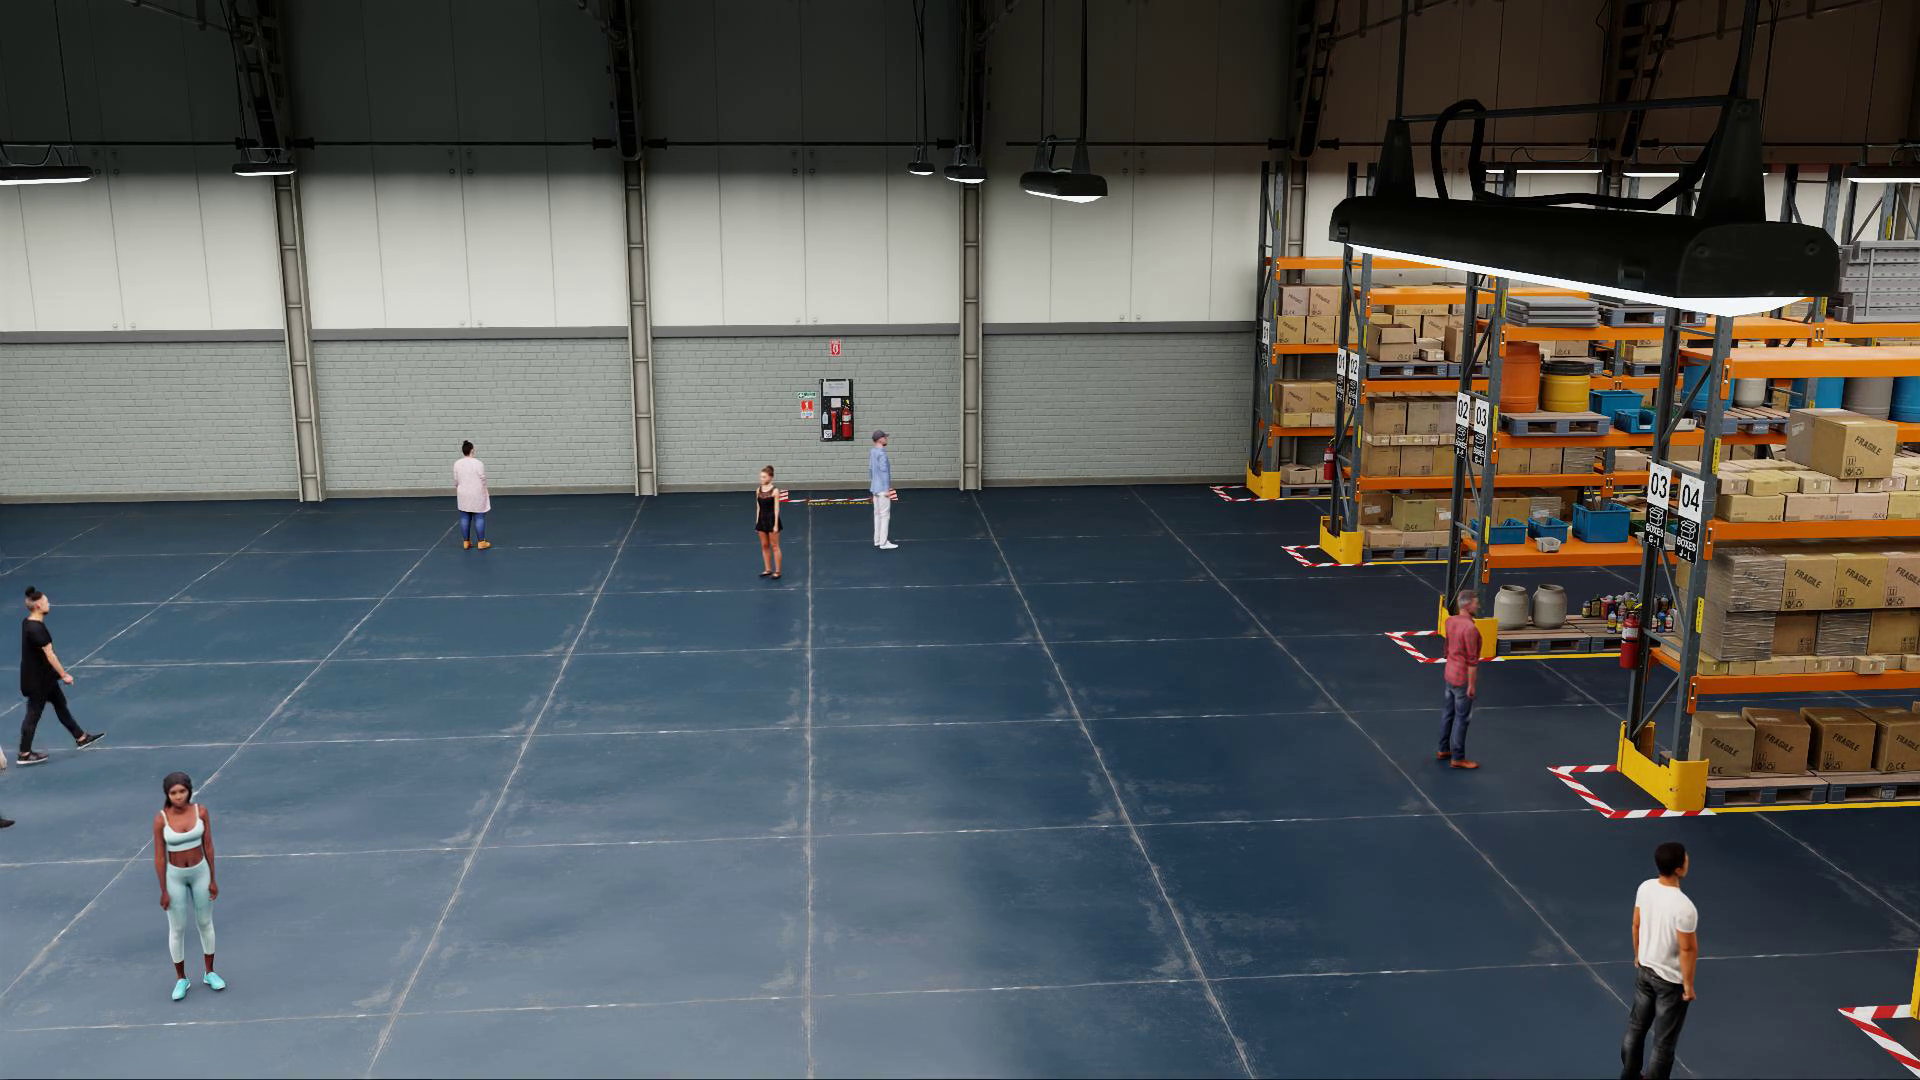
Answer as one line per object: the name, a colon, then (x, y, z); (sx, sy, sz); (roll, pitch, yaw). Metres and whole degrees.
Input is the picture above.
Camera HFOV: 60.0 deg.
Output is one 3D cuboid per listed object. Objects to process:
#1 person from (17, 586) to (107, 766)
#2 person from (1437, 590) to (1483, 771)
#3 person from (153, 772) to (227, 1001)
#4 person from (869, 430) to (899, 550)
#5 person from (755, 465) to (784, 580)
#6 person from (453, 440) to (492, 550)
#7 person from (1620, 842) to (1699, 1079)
person: (-9.487, 1.400, 16.947); (1.187, 1.833, 0.985); (-8, 15, -30)
person: (5.106, 1.397, 16.968); (0.570, 1.830, 0.697); (-2, 13, -10)
person: (-5.718, 2.530, 12.310); (0.611, 1.725, 0.706); (-9, 16, -33)
person: (-1.249, -0.813, 26.384); (0.704, 1.888, 0.727); (-6, 15, -26)
person: (-2.805, -0.269, 24.493); (0.674, 1.680, 0.745); (9, 16, 34)
person: (-7.739, -0.725, 26.323); (0.656, 1.742, 0.816); (2, 13, 10)
person: (4.581, 2.822, 10.871); (0.628, 1.804, 0.696); (-5, 14, -20)
